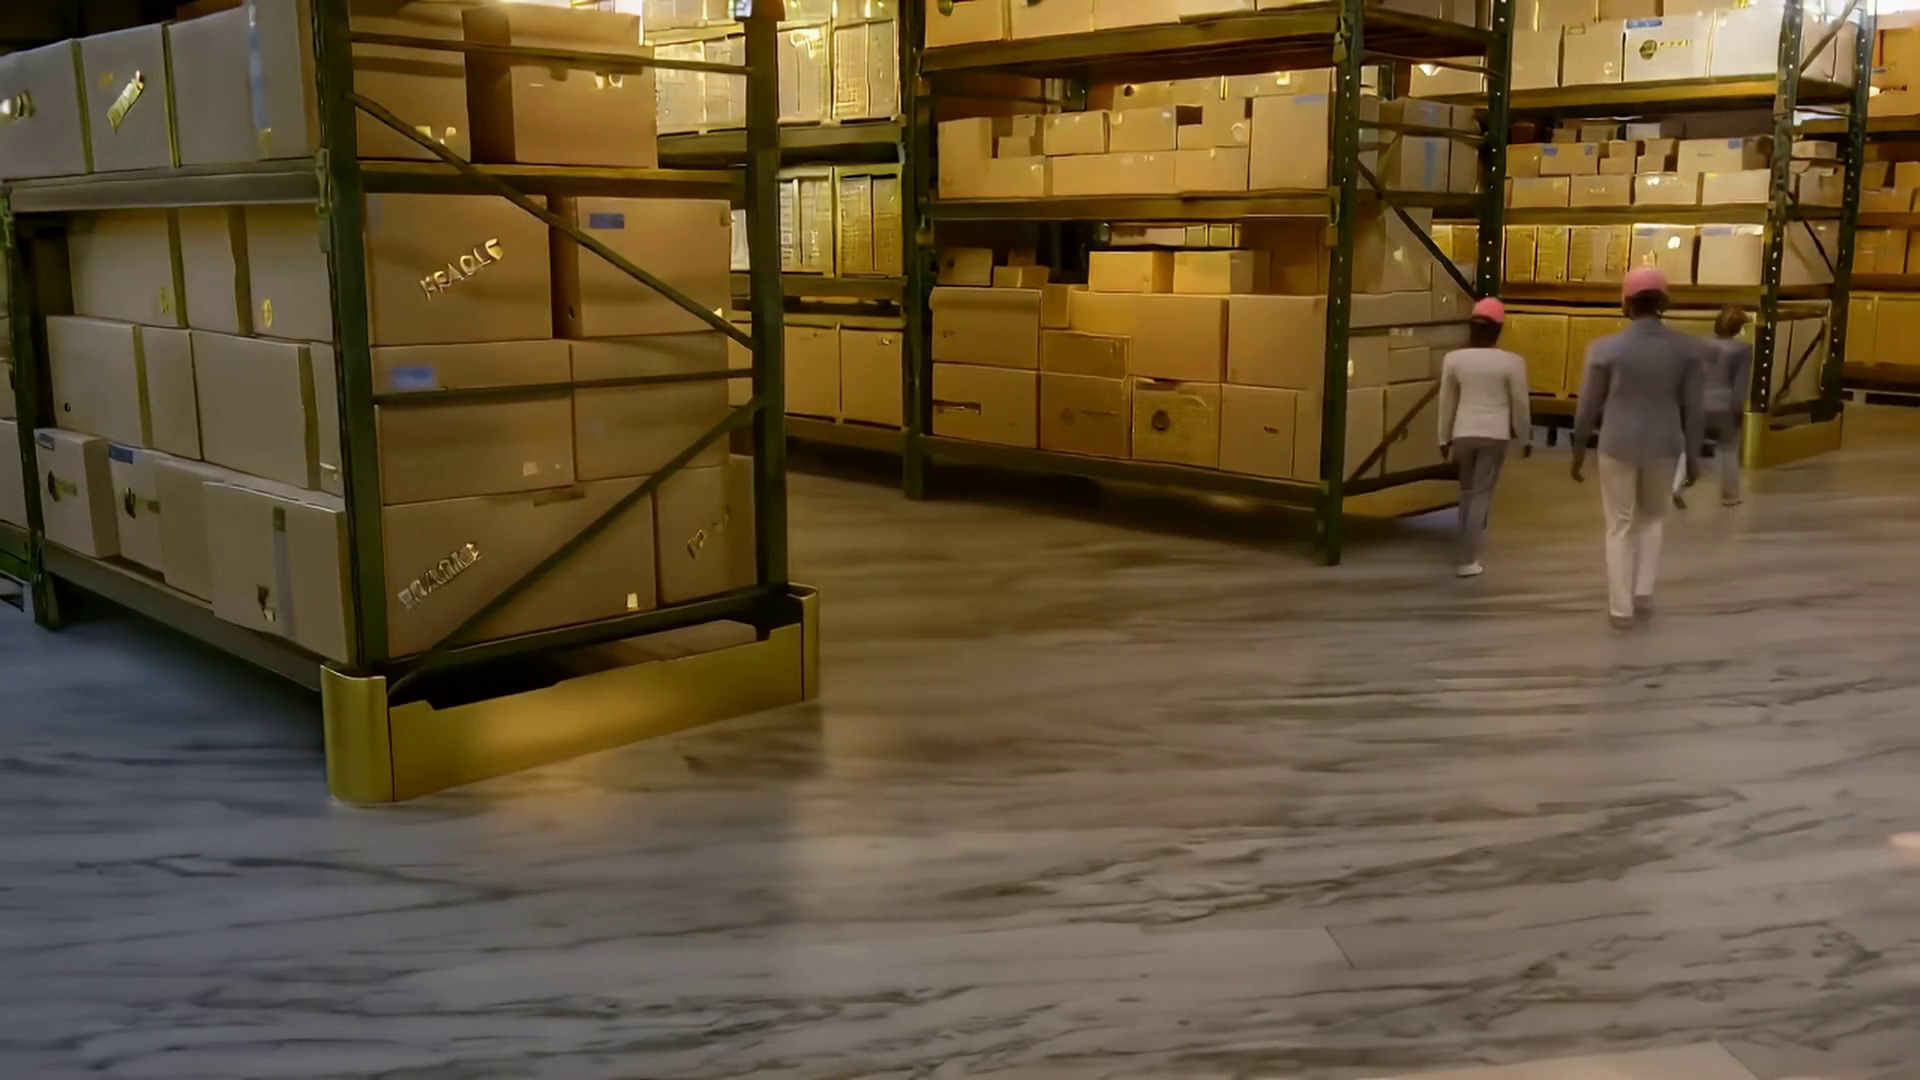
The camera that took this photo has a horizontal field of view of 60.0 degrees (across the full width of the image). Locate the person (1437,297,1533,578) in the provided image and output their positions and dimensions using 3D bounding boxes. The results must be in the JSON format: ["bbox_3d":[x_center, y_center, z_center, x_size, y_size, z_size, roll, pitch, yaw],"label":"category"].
[{"bbox_3d":[3.331,-0.647,10.496,0.533,1.742,0.737,9,14,41],"label":"person"}]

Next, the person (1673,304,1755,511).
[{"bbox_3d":[5.854,-1.024,12.902,0.789,1.612,0.512,-9,13,-39],"label":"person"}]

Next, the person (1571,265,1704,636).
[{"bbox_3d":[3.670,-0.505,9.086,0.643,1.961,0.837,2,11,11],"label":"person"}]
